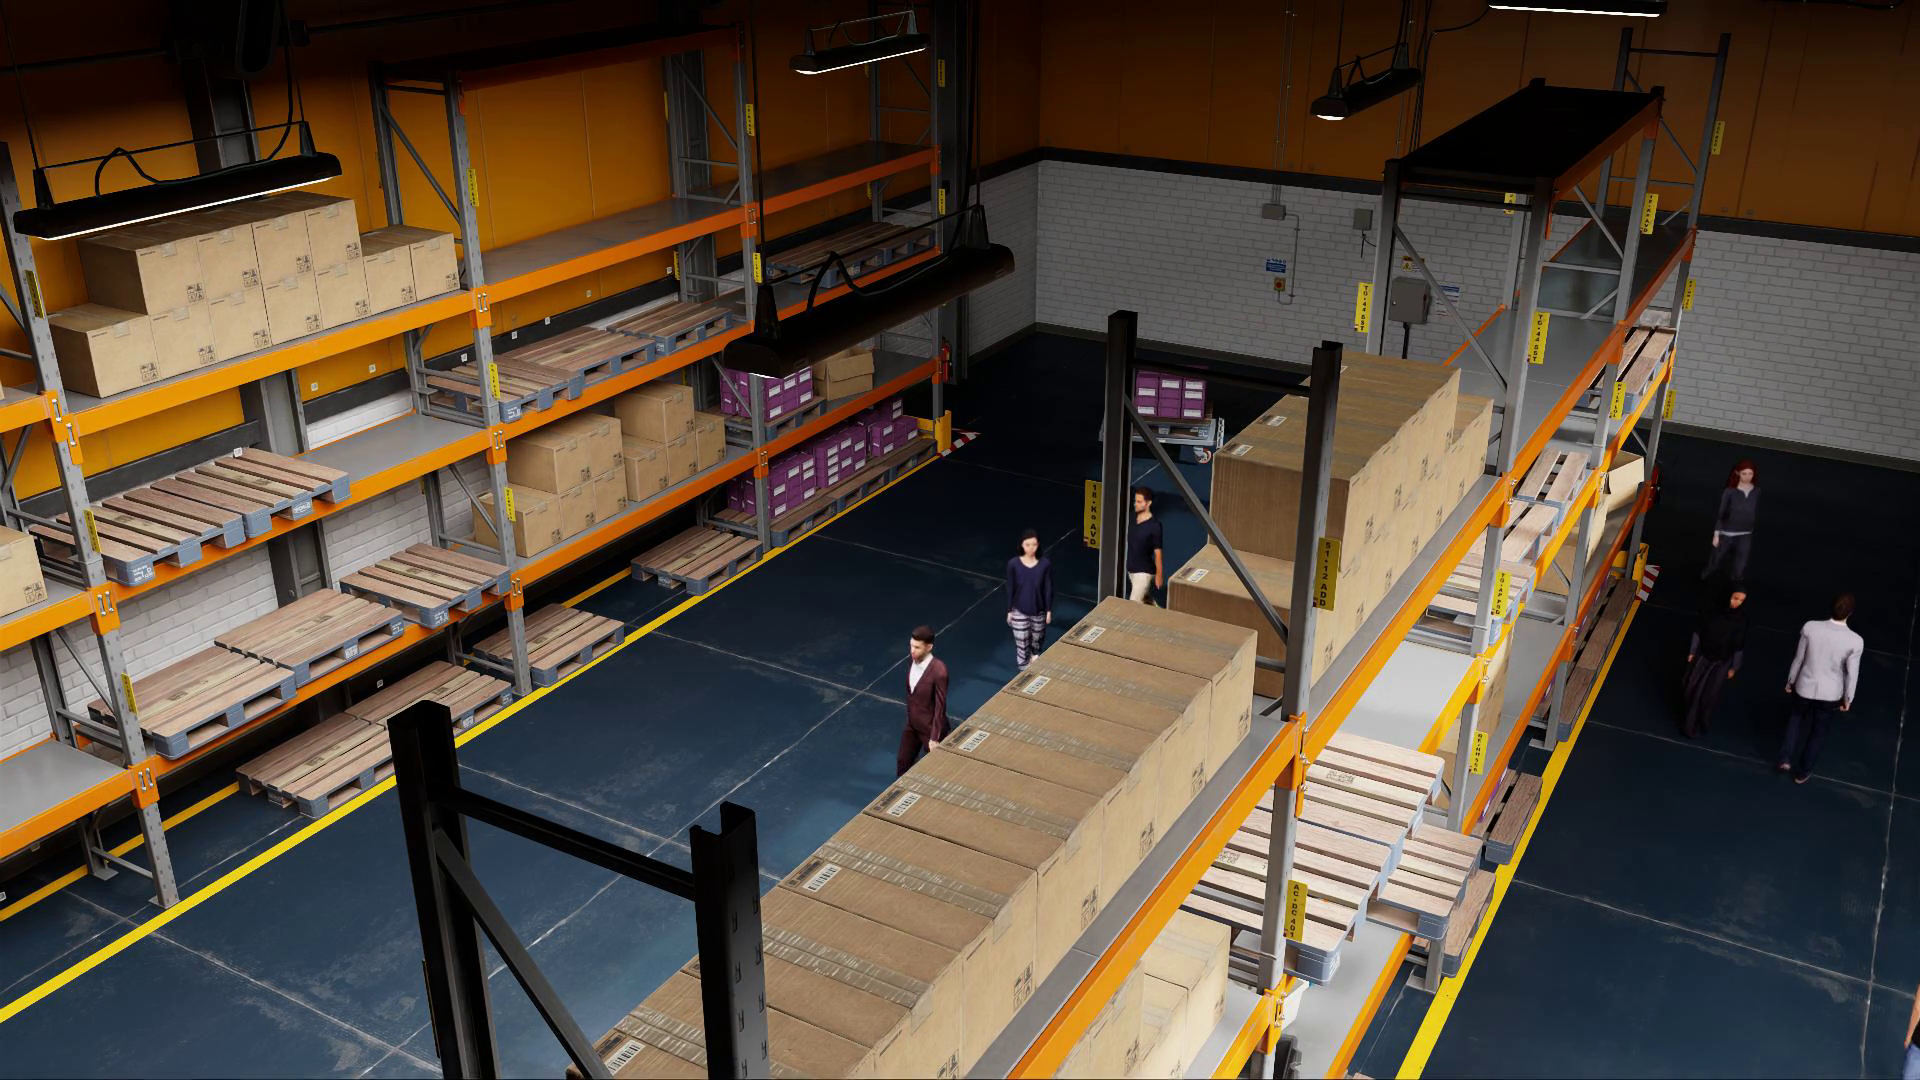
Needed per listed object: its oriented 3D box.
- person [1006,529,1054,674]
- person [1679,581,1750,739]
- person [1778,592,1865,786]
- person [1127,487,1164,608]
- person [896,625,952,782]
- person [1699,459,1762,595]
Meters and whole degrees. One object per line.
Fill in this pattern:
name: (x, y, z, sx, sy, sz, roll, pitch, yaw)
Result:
person: (0.674, 0.649, 16.264, 0.836, 1.722, 0.963, 1, 24, 2)
person: (7.035, 1.076, 15.440, 0.687, 1.599, 0.813, 20, 31, 39)
person: (7.483, 1.335, 14.554, 0.756, 1.835, 0.729, 18, 30, 36)
person: (1.902, 0.307, 16.942, 1.267, 1.805, 0.992, -15, 28, -31)
person: (-0.231, 1.532, 14.084, 1.038, 1.849, 0.911, -17, 29, -34)
person: (8.243, -0.051, 17.844, 0.942, 1.738, 1.236, 2, 24, 4)
